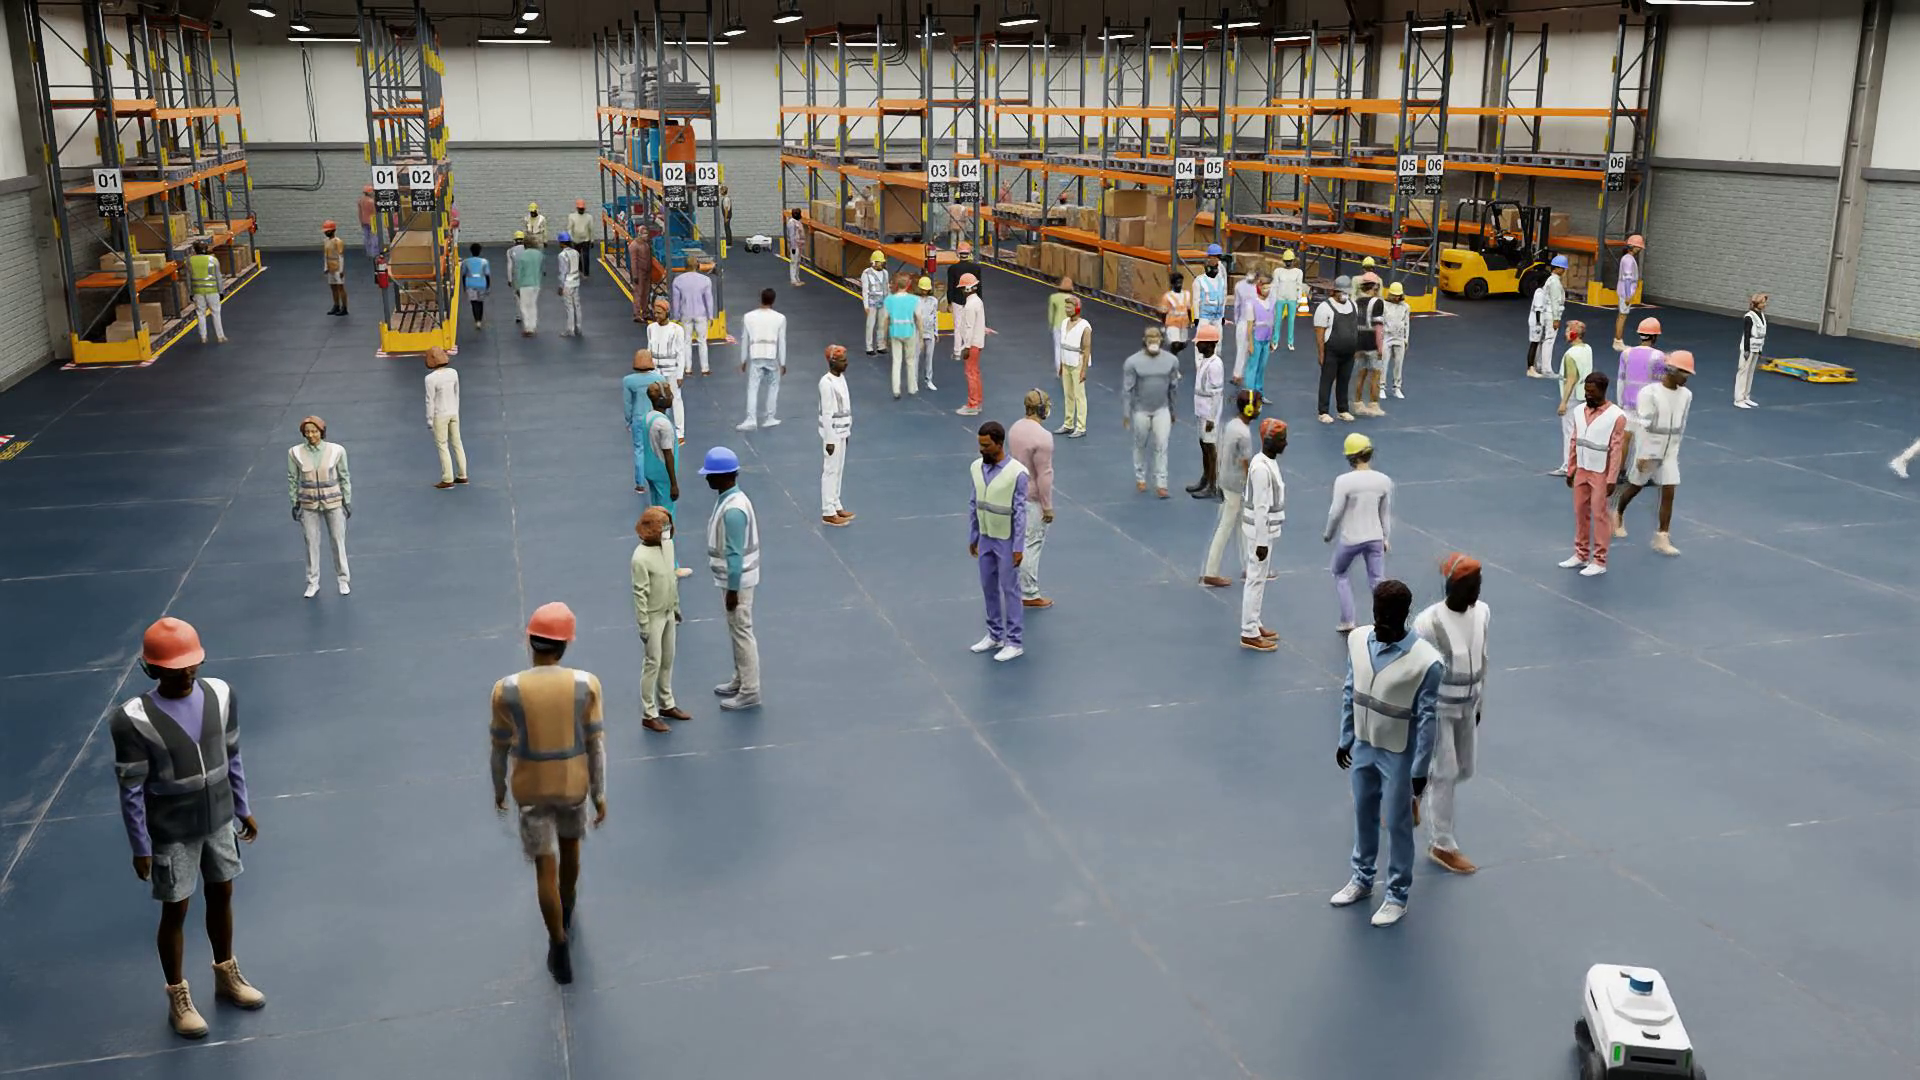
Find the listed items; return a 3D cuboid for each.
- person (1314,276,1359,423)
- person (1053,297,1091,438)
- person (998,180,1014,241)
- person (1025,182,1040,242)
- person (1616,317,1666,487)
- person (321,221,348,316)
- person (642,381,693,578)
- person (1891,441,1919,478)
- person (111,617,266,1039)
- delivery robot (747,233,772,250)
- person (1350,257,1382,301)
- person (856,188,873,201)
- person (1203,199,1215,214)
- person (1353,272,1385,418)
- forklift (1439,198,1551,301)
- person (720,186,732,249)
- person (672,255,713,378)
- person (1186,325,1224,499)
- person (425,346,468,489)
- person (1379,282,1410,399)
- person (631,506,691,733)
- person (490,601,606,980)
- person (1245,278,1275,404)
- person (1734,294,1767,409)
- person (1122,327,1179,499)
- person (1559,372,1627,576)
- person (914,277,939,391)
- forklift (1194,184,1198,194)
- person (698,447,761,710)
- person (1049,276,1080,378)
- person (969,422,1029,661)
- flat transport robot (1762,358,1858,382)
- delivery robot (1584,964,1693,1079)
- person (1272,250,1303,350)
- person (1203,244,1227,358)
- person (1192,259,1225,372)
[{"bbox_3d":[5.199,-2.625,22.815,0.686,2.000,0.535,-8,17,-27],"label":"person"},{"bbox_3d":[1.508,-2.271,21.856,0.389,1.846,0.565,-10,18,-32],"label":"person"},{"bbox_3d":[1.434,-10.296,51.970,0.400,1.897,0.651,12,19,37],"label":"person"},{"bbox_3d":[2.251,-10.161,51.538,0.531,1.855,0.334,6,16,21],"label":"person"},{"bbox_3d":[7.808,-1.579,19.075,0.375,1.939,0.546,-13,19,-39],"label":"person"},{"bbox_3d":[-12.849,-5.567,34.103,0.547,1.934,0.385,10,18,34],"label":"person"},{"bbox_3d":[-2.744,-0.560,15.419,0.344,1.846,0.507,-10,18,-33],"label":"person"},{"bbox_3d":[11.415,-1.535,19.349,0.833,1.708,0.484,7,16,25],"label":"person"},{"bbox_3d":[-3.628,1.340,7.888,0.384,2.041,0.615,10,18,33],"label":"person"},{"bbox_3d":[-5.808,-8.635,48.099,0.707,0.478,0.477,-12,19,-37],"label":"delivery robot"},{"bbox_3d":[6.936,-3.970,28.450,0.541,1.725,0.825,3,15,12],"label":"person"},{"bbox_3d":[-2.638,-9.018,47.191,0.658,1.878,0.723,-9,17,-30],"label":"person"},{"bbox_3d":[7.332,-9.353,48.347,0.636,1.924,0.453,-12,19,-38],"label":"person"},{"bbox_3d":[5.711,-2.711,23.235,0.455,2.019,0.655,-7,16,-25],"label":"person"},{"bbox_3d":[11.913,-6.508,37.130,2.313,2.155,1.214,-4,15,-15],"label":"forklift"},{"bbox_3d":[-6.936,-9.573,49.355,0.350,1.838,0.504,-1,15,-5],"label":"person"},{"bbox_3d":[-4.239,-3.554,26.508,0.635,1.936,0.354,0,15,2],"label":"person"},{"bbox_3d":[2.728,-1.427,18.503,0.359,1.936,0.552,-1,15,-3],"label":"person"},{"bbox_3d":[-5.900,-1.400,19.013,0.295,1.627,0.499,7,17,25],"label":"person"},{"bbox_3d":[6.419,-2.952,24.644,0.490,1.731,0.322,-2,15,-9],"label":"person"},{"bbox_3d":[-2.117,0.545,11.689,0.288,1.623,0.507,5,16,18],"label":"person"},{"bbox_3d":[-2.123,1.226,8.593,0.560,1.885,0.926,-5,16,-18],"label":"person"},{"bbox_3d":[4.335,-2.865,24.091,0.389,1.847,0.567,14,20,42],"label":"person"},{"bbox_3d":[11.406,-2.728,23.968,0.514,1.642,0.310,-14,21,-43],"label":"person"},{"bbox_3d":[2.125,-1.396,18.466,0.658,1.894,0.964,-1,15,-3],"label":"person"},{"bbox_3d":[5.937,-0.633,15.580,0.405,1.908,0.599,-7,16,-24],"label":"person"},{"bbox_3d":[-0.546,-3.134,25.317,0.484,1.736,0.305,-7,16,-23],"label":"person"},{"bbox_3d":[7.392,-11.333,53.972,1.873,2.768,1.129,-4,15,-15],"label":"forklift"},{"bbox_3d":[-1.670,0.270,12.127,0.420,1.937,0.609,-4,15,-13],"label":"person"},{"bbox_3d":[1.659,-3.397,26.561,0.497,1.603,0.765,1,15,4],"label":"person"},{"bbox_3d":[0.305,-0.010,13.240,0.404,1.908,0.599,-14,20,-42],"label":"person"},{"bbox_3d":[13.579,-2.727,26.589,0.652,0.197,1.431,-3,15,-10],"label":"flat transport robot"},{"bbox_3d":[3.032,2.167,7.451,0.477,0.478,0.707,3,15,11],"label":"delivery robot"},{"bbox_3d":[5.788,-4.247,29.443,0.526,1.769,0.329,3,15,10],"label":"person"},{"bbox_3d":[4.374,-4.094,28.542,0.413,1.941,0.605,2,15,8],"label":"person"},{"bbox_3d":[4.053,-3.635,26.992,0.633,1.846,0.429,-8,17,-29],"label":"person"}]
